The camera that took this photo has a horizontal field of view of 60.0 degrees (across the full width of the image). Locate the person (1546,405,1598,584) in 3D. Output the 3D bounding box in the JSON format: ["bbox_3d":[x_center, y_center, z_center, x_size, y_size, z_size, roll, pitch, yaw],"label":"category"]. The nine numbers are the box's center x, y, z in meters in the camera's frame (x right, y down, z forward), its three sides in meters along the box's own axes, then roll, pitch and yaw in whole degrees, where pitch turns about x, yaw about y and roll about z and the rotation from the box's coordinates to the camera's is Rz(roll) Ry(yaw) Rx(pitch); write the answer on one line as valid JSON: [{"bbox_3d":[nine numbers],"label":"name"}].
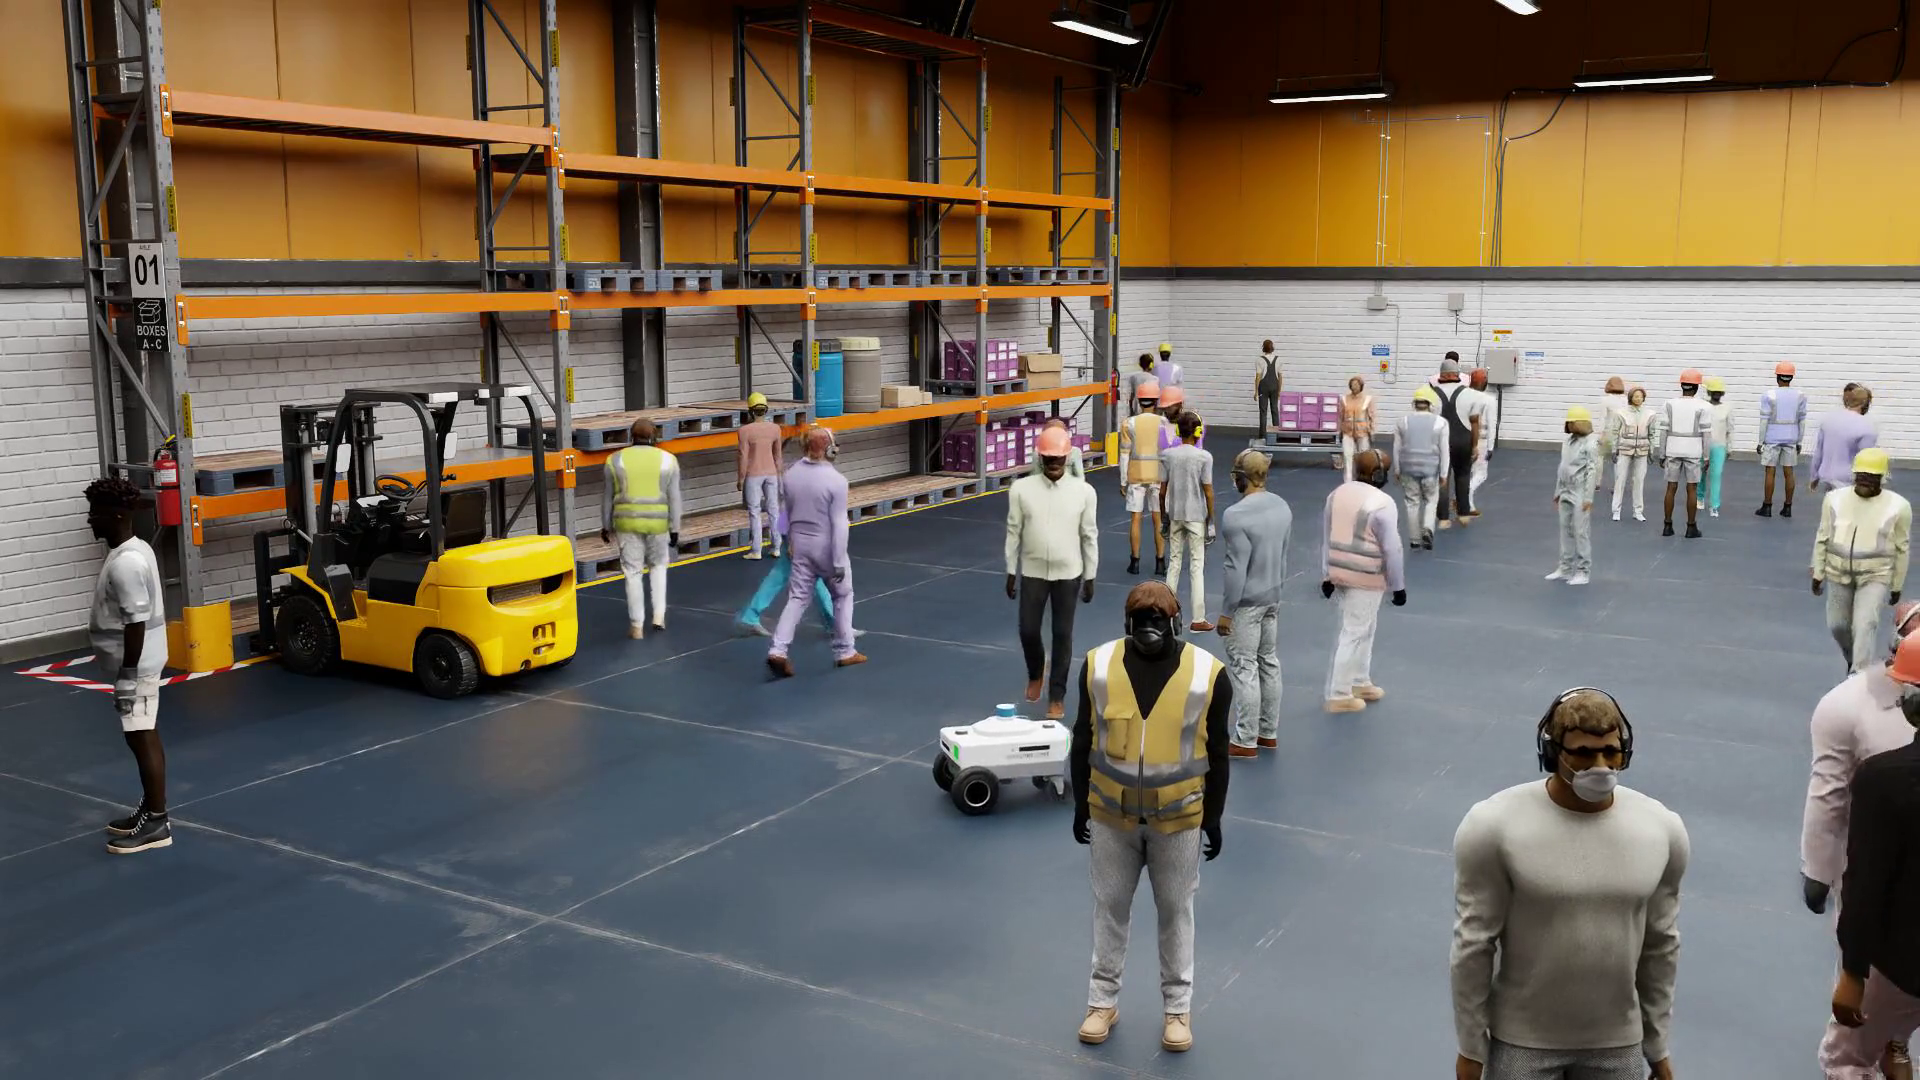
[{"bbox_3d":[5.962,-0.443,16.167,0.313,1.742,0.489,-3,9,-15],"label":"person"}]

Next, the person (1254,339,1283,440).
[{"bbox_3d":[5.463,-2.632,29.522,0.507,1.842,0.351,-1,9,-9],"label":"person"}]

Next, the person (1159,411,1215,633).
[{"bbox_3d":[1.913,-0.151,13.973,0.515,1.865,0.329,6,11,32],"label":"person"}]

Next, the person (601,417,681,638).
[{"bbox_3d":[-2.658,-0.106,13.849,0.641,1.820,0.547,-2,9,-15],"label":"person"}]

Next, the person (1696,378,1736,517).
[{"bbox_3d":[9.438,-1.186,20.905,0.520,1.724,0.918,4,10,22],"label":"person"}]

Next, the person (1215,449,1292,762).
[{"bbox_3d":[1.800,0.401,10.293,0.355,1.936,0.637,8,12,41],"label":"person"}]

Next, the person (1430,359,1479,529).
[{"bbox_3d":[5.816,-1.167,19.761,0.698,2.000,0.815,3,10,21],"label":"person"}]

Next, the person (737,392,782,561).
[{"bbox_3d":[-2.116,-0.667,17.493,0.531,1.767,0.328,-7,11,-37],"label":"person"}]

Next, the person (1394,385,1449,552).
[{"bbox_3d":[4.963,-0.757,17.926,0.588,1.811,0.461,3,10,19],"label":"person"}]

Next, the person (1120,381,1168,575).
[{"bbox_3d":[1.870,-0.617,16.657,0.549,1.933,0.373,1,9,4],"label":"person"}]

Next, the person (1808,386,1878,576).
[{"bbox_3d":[8.773,-0.571,16.442,0.636,1.907,0.660,-2,9,-15],"label":"person"}]

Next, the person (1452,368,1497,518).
[{"bbox_3d":[6.216,-1.160,20.283,0.648,1.869,0.588,-8,12,-40],"label":"person"}]

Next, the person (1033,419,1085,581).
[{"bbox_3d":[0.987,-0.363,16.065,0.569,1.602,0.559,3,10,19],"label":"person"}]

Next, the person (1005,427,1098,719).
[{"bbox_3d":[0.621,0.219,11.272,0.639,1.983,0.441,1,9,4],"label":"person"}]

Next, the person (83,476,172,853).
[{"bbox_3d":[-4.348,0.641,8.709,0.362,1.965,0.611,-4,10,-23],"label":"person"}]

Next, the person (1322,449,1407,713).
[{"bbox_3d":[2.831,0.280,11.431,0.717,1.815,0.624,-3,10,-21],"label":"person"}]

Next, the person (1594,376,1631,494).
[{"bbox_3d":[8.888,-1.433,22.776,0.517,1.603,0.718,-2,9,-10],"label":"person"}]

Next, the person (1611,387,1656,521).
[{"bbox_3d":[8.191,-1.046,20.253,0.517,1.641,0.308,1,9,6],"label":"person"}]

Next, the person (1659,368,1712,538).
[{"bbox_3d":[8.280,-0.992,18.991,0.552,1.935,0.374,7,11,36],"label":"person"}]

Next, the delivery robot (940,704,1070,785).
[{"bbox_3d":[0.259,1.177,9.460,0.707,0.478,0.477,-2,9,-15],"label":"delivery robot"}]

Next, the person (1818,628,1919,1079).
[{"bbox_3d":[2.881,1.236,4.967,0.639,1.973,0.483,-1,9,-8],"label":"person"}]

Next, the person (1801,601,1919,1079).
[{"bbox_3d":[3.315,1.135,5.854,0.677,1.890,0.472,2,9,9],"label":"person"}]

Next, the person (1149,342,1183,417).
[{"bbox_3d":[3.321,-2.255,26.970,0.585,1.904,0.431,2,9,13],"label":"person"}]

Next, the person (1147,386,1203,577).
[{"bbox_3d":[2.139,-0.570,16.465,0.551,1.910,0.491,6,11,35],"label":"person"}]

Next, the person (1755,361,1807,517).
[{"bbox_3d":[10.140,-1.245,20.571,0.548,1.937,0.358,1,9,5],"label":"person"}]

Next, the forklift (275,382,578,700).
[{"bbox_3d":[-3.974,-0.067,12.417,2.313,2.155,1.214,5,11,30],"label":"forklift"}]

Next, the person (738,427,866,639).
[{"bbox_3d":[-1.343,-0.051,13.658,1.042,1.777,0.582,-1,9,-8],"label":"person"}]

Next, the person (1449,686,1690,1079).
[{"bbox_3d":[1.619,1.337,4.451,0.630,1.940,0.373,-1,9,-4],"label":"person"}]

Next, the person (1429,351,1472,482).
[{"bbox_3d":[6.903,-1.699,23.462,0.590,1.920,0.398,1,9,9],"label":"person"}]

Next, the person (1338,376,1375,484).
[{"bbox_3d":[5.486,-1.471,22.976,0.516,1.623,0.689,4,10,23],"label":"person"}]

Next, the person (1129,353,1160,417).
[{"bbox_3d":[2.713,-1.870,24.788,0.523,1.845,0.875,6,11,35],"label":"person"}]

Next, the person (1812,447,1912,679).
[{"bbox_3d":[6.402,0.227,11.807,0.728,1.810,0.591,-9,13,-44],"label":"person"}]

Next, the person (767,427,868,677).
[{"bbox_3d":[-1.105,0.086,12.488,0.669,1.862,0.951,7,11,35],"label":"person"}]

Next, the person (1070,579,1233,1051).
[{"bbox_3d":[0.728,1.062,6.466,0.619,1.845,0.430,2,9,14],"label":"person"}]

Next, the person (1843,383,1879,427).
[{"bbox_3d":[9.569,-0.766,17.879,0.633,1.842,0.560,-6,11,-31],"label":"person"}]
